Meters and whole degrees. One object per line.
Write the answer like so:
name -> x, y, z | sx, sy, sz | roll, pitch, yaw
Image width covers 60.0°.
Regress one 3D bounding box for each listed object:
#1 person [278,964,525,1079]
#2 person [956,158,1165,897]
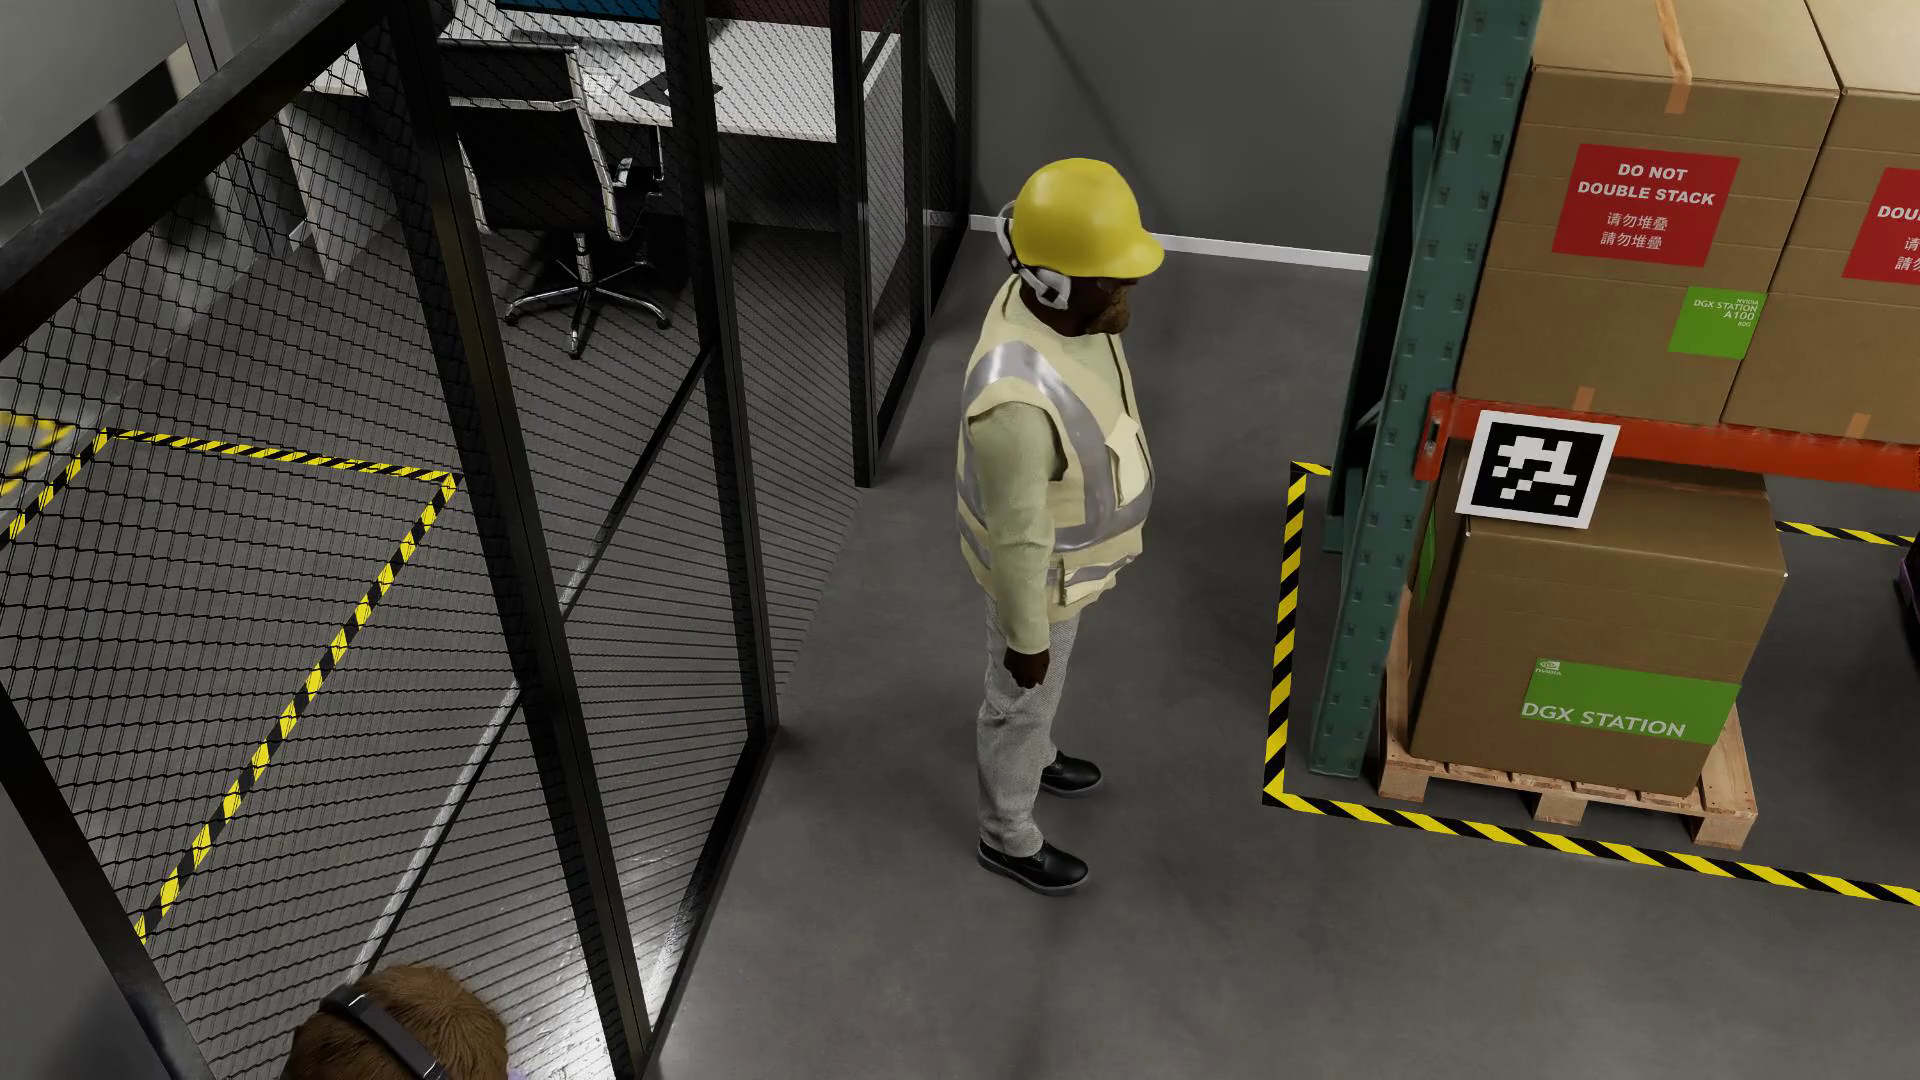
person -> -0.529, 1.157, 2.165 | 0.637, 1.938, 0.357 | 19, 44, 20
person -> 0.199, 0.014, 3.561 | 0.404, 1.830, 0.599 | 8, 42, 9
